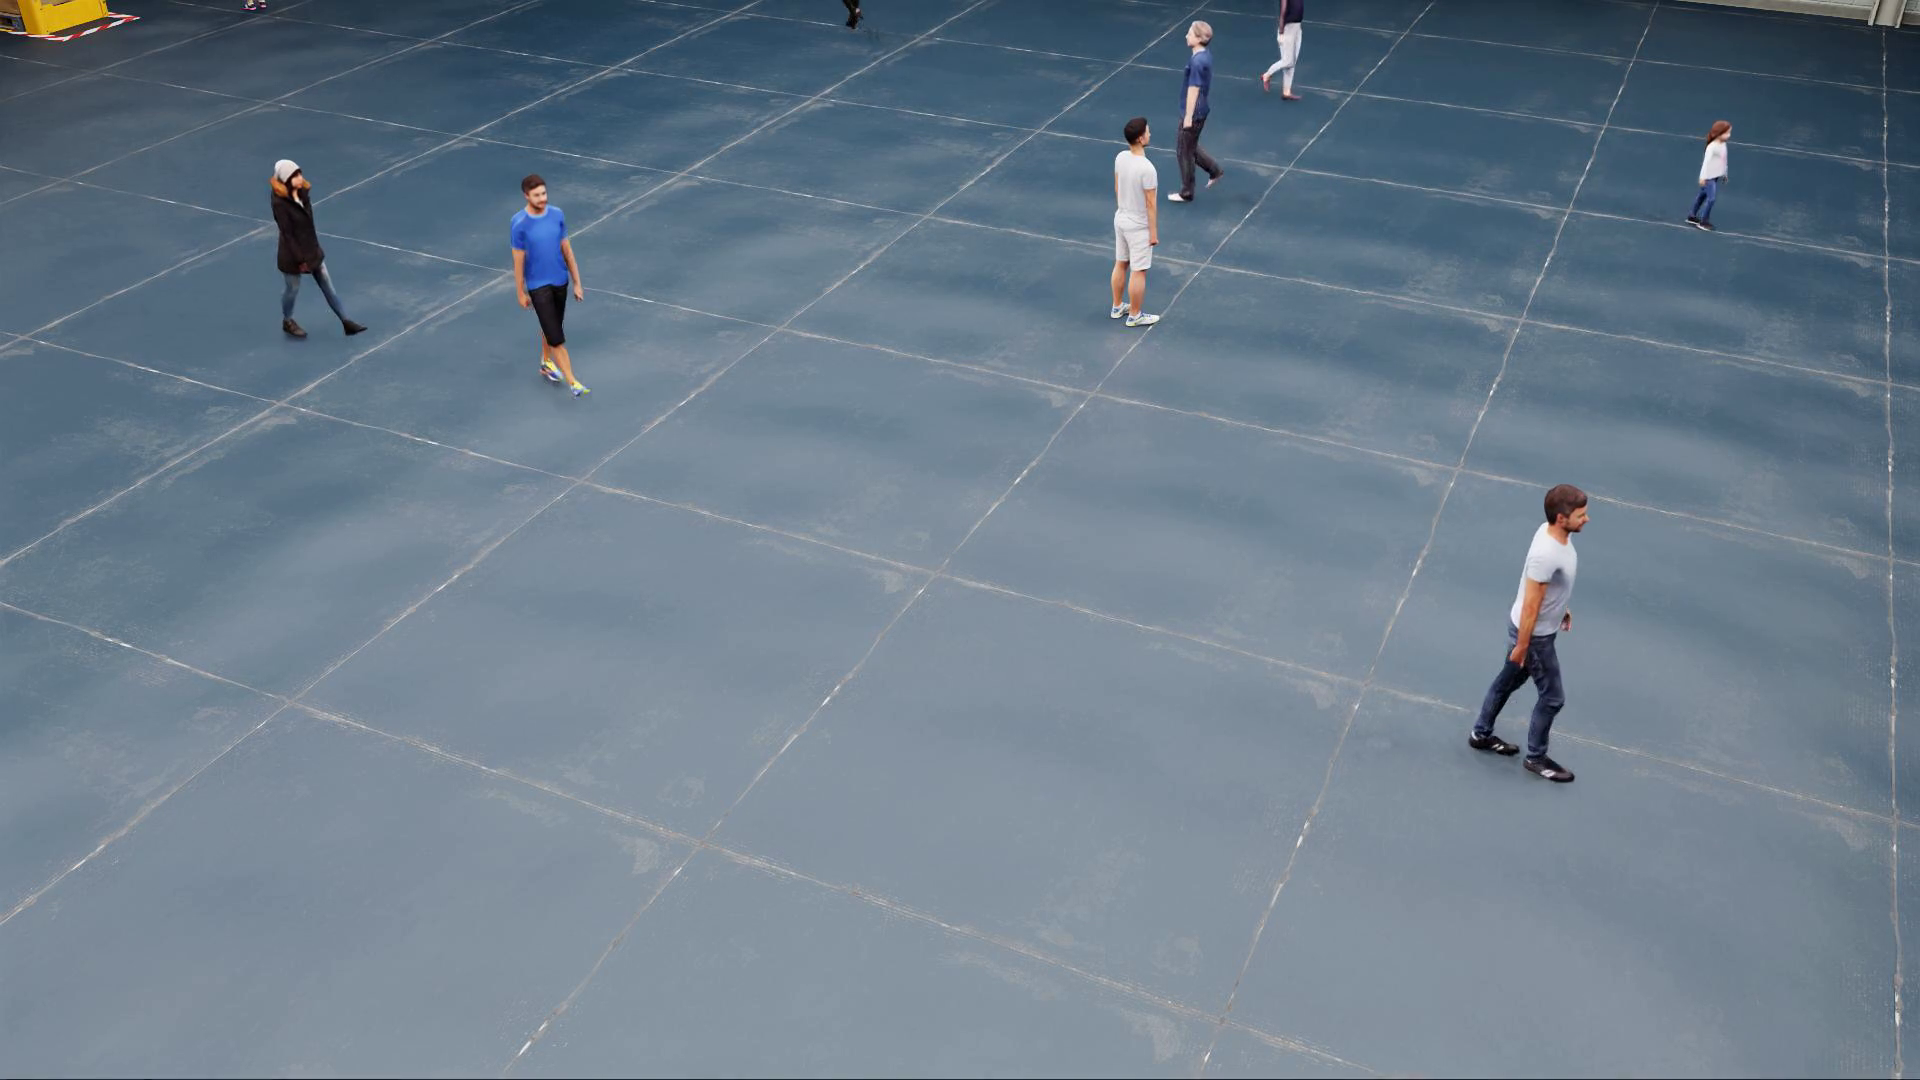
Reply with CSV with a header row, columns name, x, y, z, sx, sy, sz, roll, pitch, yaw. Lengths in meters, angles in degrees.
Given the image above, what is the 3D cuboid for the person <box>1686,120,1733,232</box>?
name,x,y,z,sx,sy,sz,roll,pitch,yaw
person,7.494,-3.687,16.707,0.631,1.096,0.542,27,41,36

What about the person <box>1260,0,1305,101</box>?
name,x,y,z,sx,sy,sz,roll,pitch,yaw
person,3.924,-6.107,20.072,0.801,1.598,0.676,20,37,28

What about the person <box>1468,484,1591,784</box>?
name,x,y,z,sx,sy,sz,roll,pitch,yaw
person,3.150,0.486,9.387,0.854,1.848,0.683,10,34,15

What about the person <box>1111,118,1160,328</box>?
name,x,y,z,sx,sy,sz,roll,pitch,yaw
person,1.522,-2.783,14.562,0.827,1.856,0.713,-19,37,-27

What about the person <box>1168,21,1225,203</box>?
name,x,y,z,sx,sy,sz,roll,pitch,yaw
person,2.493,-4.375,17.084,0.870,1.856,0.777,5,33,9

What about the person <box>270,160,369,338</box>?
name,x,y,z,sx,sy,sz,roll,pitch,yaw
person,-5.739,-2.461,14.299,1.049,1.592,0.692,11,34,17

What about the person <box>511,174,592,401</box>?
name,x,y,z,sx,sy,sz,roll,pitch,yaw
person,-3.390,-2.080,13.478,0.945,1.823,1.250,-26,40,-35
